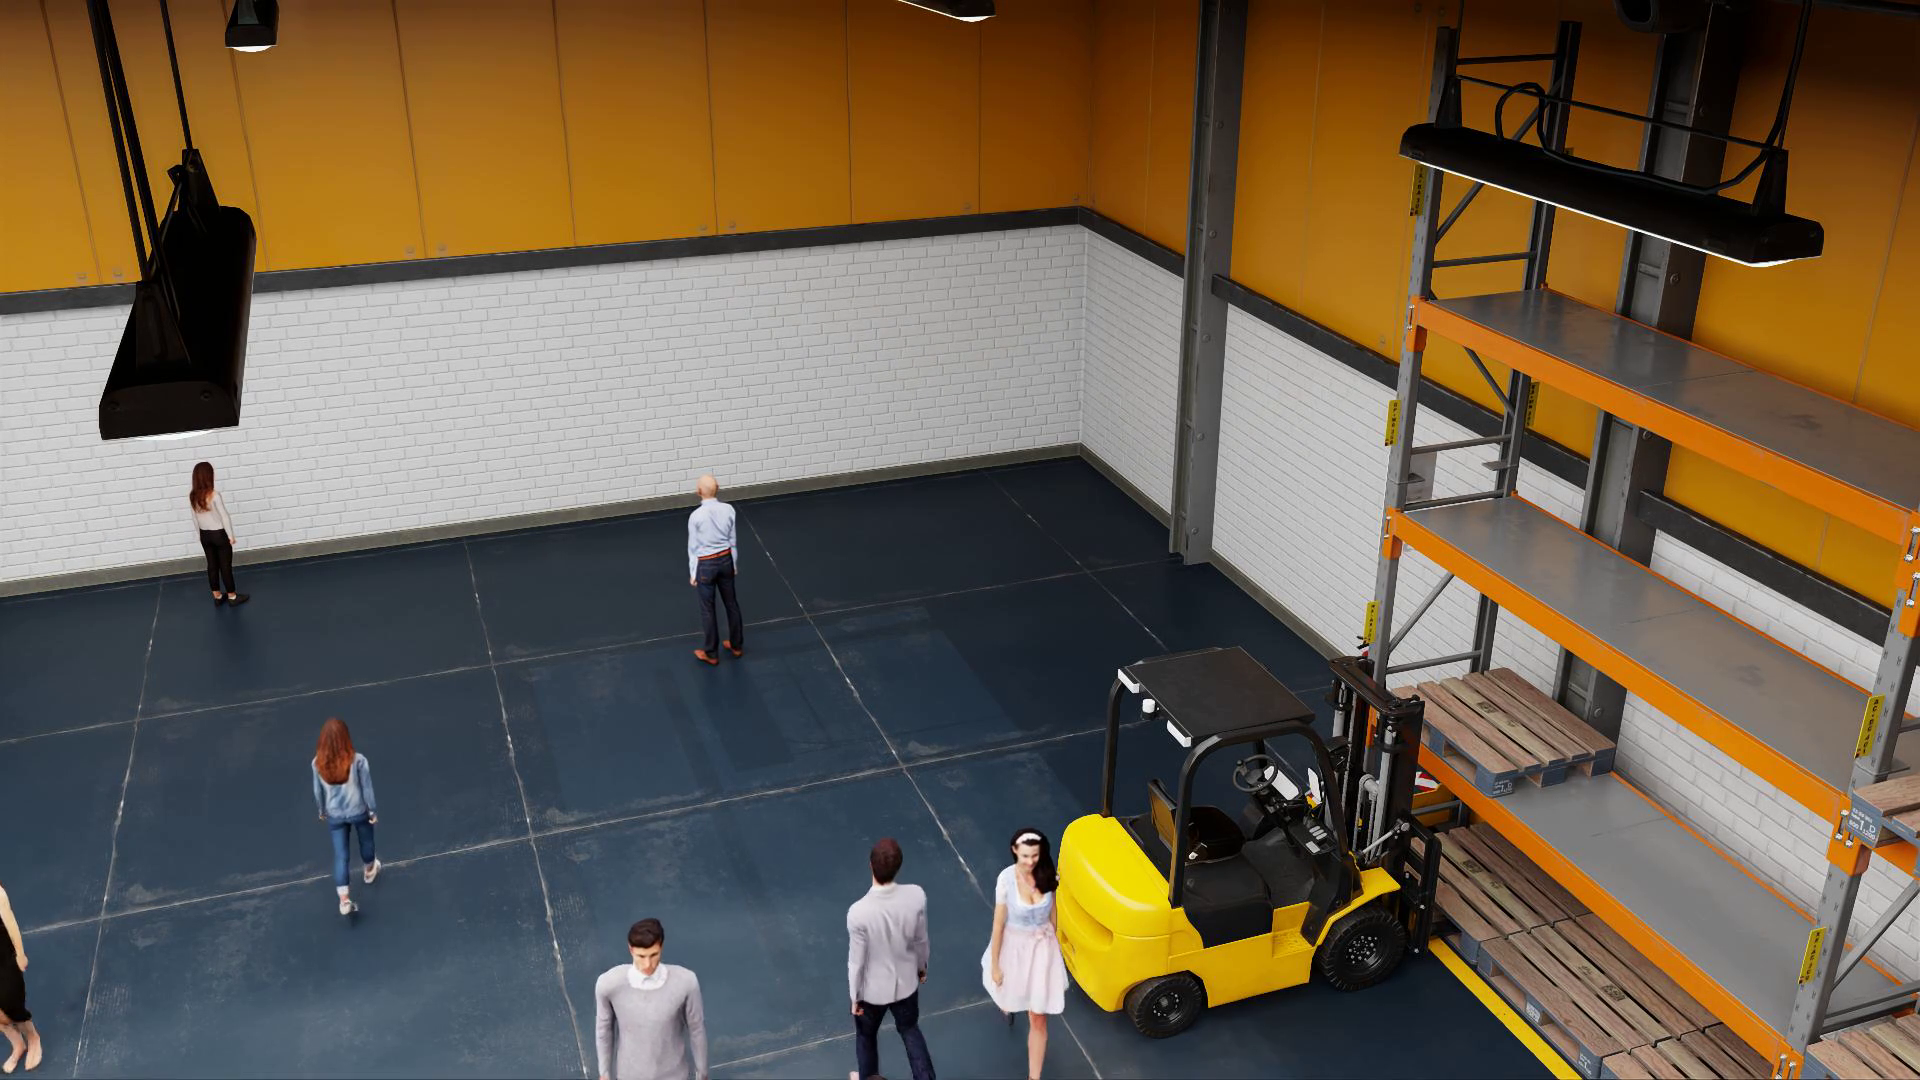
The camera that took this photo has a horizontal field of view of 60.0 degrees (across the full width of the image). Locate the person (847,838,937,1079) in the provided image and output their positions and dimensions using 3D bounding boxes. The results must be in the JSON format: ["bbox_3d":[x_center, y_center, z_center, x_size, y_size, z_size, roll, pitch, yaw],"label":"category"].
[{"bbox_3d":[-0.374,2.623,9.709,0.751,1.824,0.999,-13,27,-27],"label":"person"}]

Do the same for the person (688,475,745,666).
[{"bbox_3d":[-2.235,0.264,15.154,0.694,1.786,0.656,-17,29,-33],"label":"person"}]

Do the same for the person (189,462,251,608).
[{"bbox_3d":[-7.289,-0.052,16.251,0.618,1.486,0.644,5,24,12],"label":"person"}]

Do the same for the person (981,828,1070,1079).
[{"bbox_3d":[0.362,2.489,10.077,0.742,1.775,1.221,-5,24,-11],"label":"person"}]

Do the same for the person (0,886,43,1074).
[{"bbox_3d":[-5.922,2.519,10.211,0.662,1.613,0.678,0,24,-1],"label":"person"}]

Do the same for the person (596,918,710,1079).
[{"bbox_3d":[-1.679,2.840,9.106,0.825,1.908,0.772,-3,24,-6],"label":"person"}]

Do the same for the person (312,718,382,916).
[{"bbox_3d":[-4.329,1.955,11.692,0.736,1.459,1.032,-3,24,-7],"label":"person"}]
